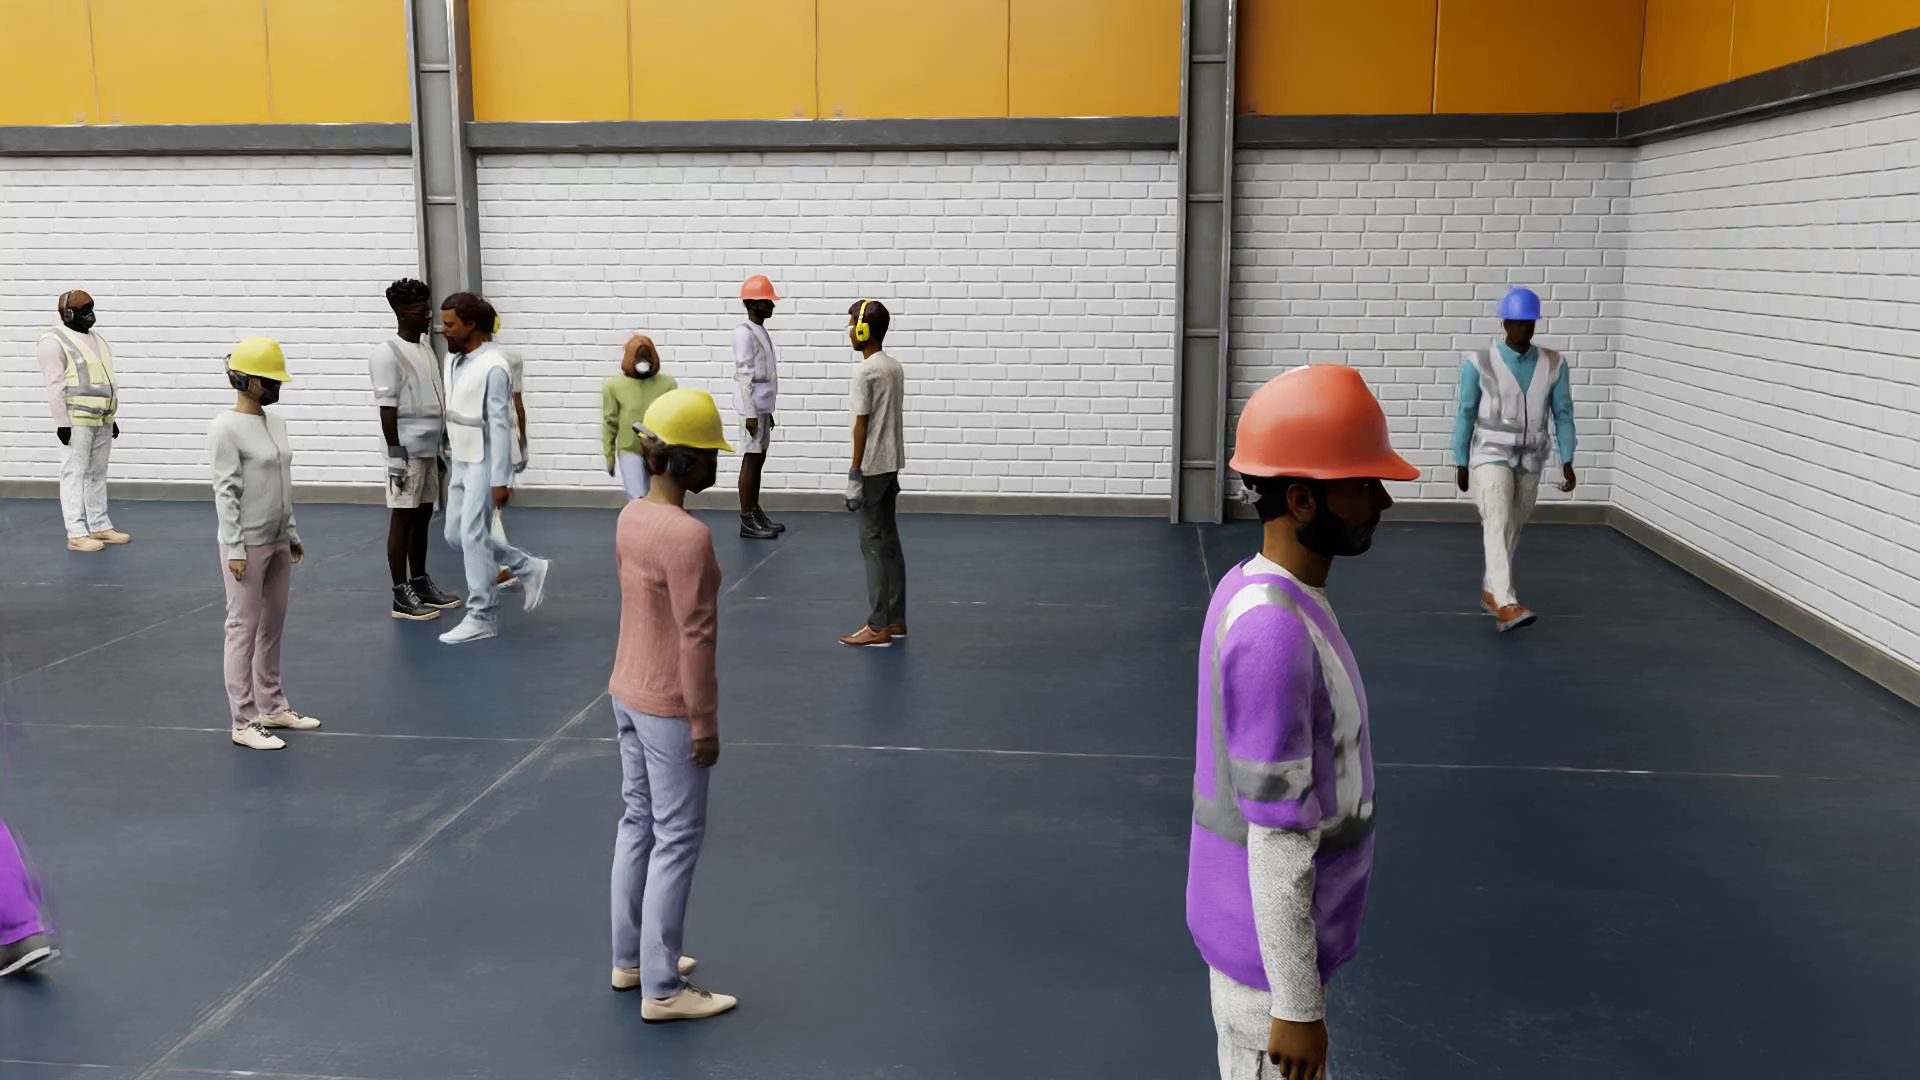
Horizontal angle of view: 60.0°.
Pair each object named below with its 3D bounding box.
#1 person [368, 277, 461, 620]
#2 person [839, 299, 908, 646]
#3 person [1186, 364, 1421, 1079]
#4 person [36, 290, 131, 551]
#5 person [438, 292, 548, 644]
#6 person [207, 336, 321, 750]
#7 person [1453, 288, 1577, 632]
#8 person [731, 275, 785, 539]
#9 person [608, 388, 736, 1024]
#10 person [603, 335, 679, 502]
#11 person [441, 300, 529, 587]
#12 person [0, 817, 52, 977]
[{"bbox_3d":[-3.170,-0.531,9.672,0.366,1.964,0.625,1,10,7],"label":"person"},{"bbox_3d":[-0.459,-0.356,8.973,0.313,1.864,0.510,4,11,21],"label":"person"},{"bbox_3d":[0.572,0.668,2.878,0.360,1.939,0.543,1,10,7],"label":"person"},{"bbox_3d":[-6.230,-0.854,11.869,0.429,1.845,0.622,1,10,7],"label":"person"},{"bbox_3d":[-2.596,-0.406,9.111,0.642,1.895,0.604,-8,13,-40],"label":"person"},{"bbox_3d":[-2.999,0.008,7.169,0.325,1.762,0.524,1,10,7],"label":"person"},{"bbox_3d":[3.135,-0.442,9.325,0.610,1.899,1.006,-1,10,-6],"label":"person"},{"bbox_3d":[-1.488,-0.982,12.327,0.360,1.939,0.543,1,10,7],"label":"person"},{"bbox_3d":[-0.792,0.453,4.658,0.368,1.751,0.524,-6,12,-31],"label":"person"},{"bbox_3d":[-2.040,-0.545,10.821,0.524,1.575,0.893,-5,11,-28],"label":"person"},{"bbox_3d":[-3.058,-0.625,10.664,0.545,1.816,1.006,-6,11,-30],"label":"person"},{"bbox_3d":[-3.073,0.452,4.801,0.914,1.704,0.561,4,11,22],"label":"person"}]
